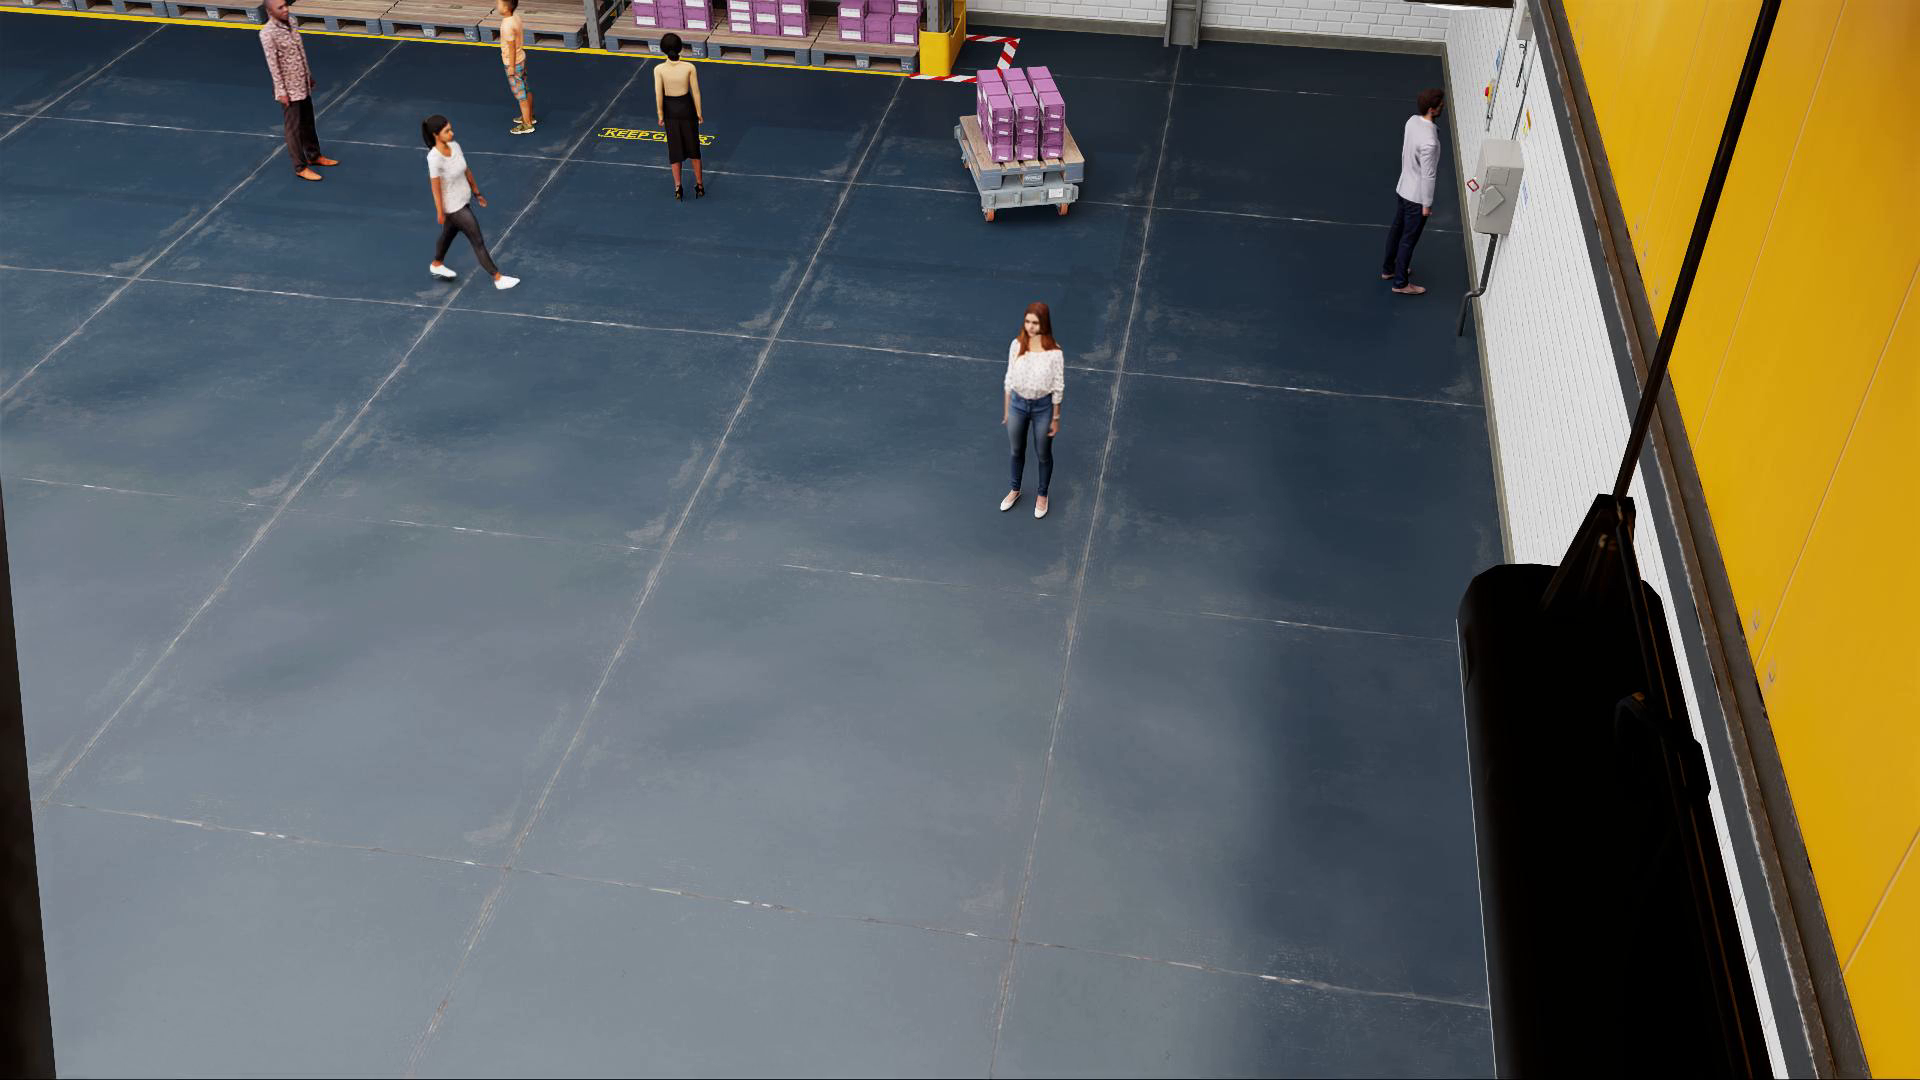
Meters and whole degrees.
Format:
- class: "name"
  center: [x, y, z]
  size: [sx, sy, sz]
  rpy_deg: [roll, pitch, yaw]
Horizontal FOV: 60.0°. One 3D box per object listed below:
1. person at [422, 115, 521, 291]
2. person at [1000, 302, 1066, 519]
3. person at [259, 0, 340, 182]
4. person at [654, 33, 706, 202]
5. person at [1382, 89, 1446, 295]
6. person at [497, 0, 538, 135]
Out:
- class: "person"
  center: [-4.490, -2.939, 14.564]
  size: [1.139, 1.595, 0.595]
  rpy_deg: [8, 39, 10]
- class: "person"
  center: [0.525, -0.950, 11.965]
  size: [0.508, 1.728, 0.675]
  rpy_deg: [14, 41, 17]
- class: "person"
  center: [-6.551, -4.467, 16.306]
  size: [0.595, 1.807, 0.677]
  rpy_deg: [9, 39, 11]
- class: "person"
  center: [-2.681, -4.042, 15.897]
  size: [0.597, 1.654, 0.715]
  rpy_deg: [-7, 39, -9]
- class: "person"
  center: [3.964, -3.055, 14.501]
  size: [0.696, 1.853, 0.746]
  rpy_deg: [-5, 39, -7]
- class: "person"
  center: [-4.591, -4.952, 17.190]
  size: [0.564, 1.462, 0.565]
  rpy_deg: [-2, 39, -3]
